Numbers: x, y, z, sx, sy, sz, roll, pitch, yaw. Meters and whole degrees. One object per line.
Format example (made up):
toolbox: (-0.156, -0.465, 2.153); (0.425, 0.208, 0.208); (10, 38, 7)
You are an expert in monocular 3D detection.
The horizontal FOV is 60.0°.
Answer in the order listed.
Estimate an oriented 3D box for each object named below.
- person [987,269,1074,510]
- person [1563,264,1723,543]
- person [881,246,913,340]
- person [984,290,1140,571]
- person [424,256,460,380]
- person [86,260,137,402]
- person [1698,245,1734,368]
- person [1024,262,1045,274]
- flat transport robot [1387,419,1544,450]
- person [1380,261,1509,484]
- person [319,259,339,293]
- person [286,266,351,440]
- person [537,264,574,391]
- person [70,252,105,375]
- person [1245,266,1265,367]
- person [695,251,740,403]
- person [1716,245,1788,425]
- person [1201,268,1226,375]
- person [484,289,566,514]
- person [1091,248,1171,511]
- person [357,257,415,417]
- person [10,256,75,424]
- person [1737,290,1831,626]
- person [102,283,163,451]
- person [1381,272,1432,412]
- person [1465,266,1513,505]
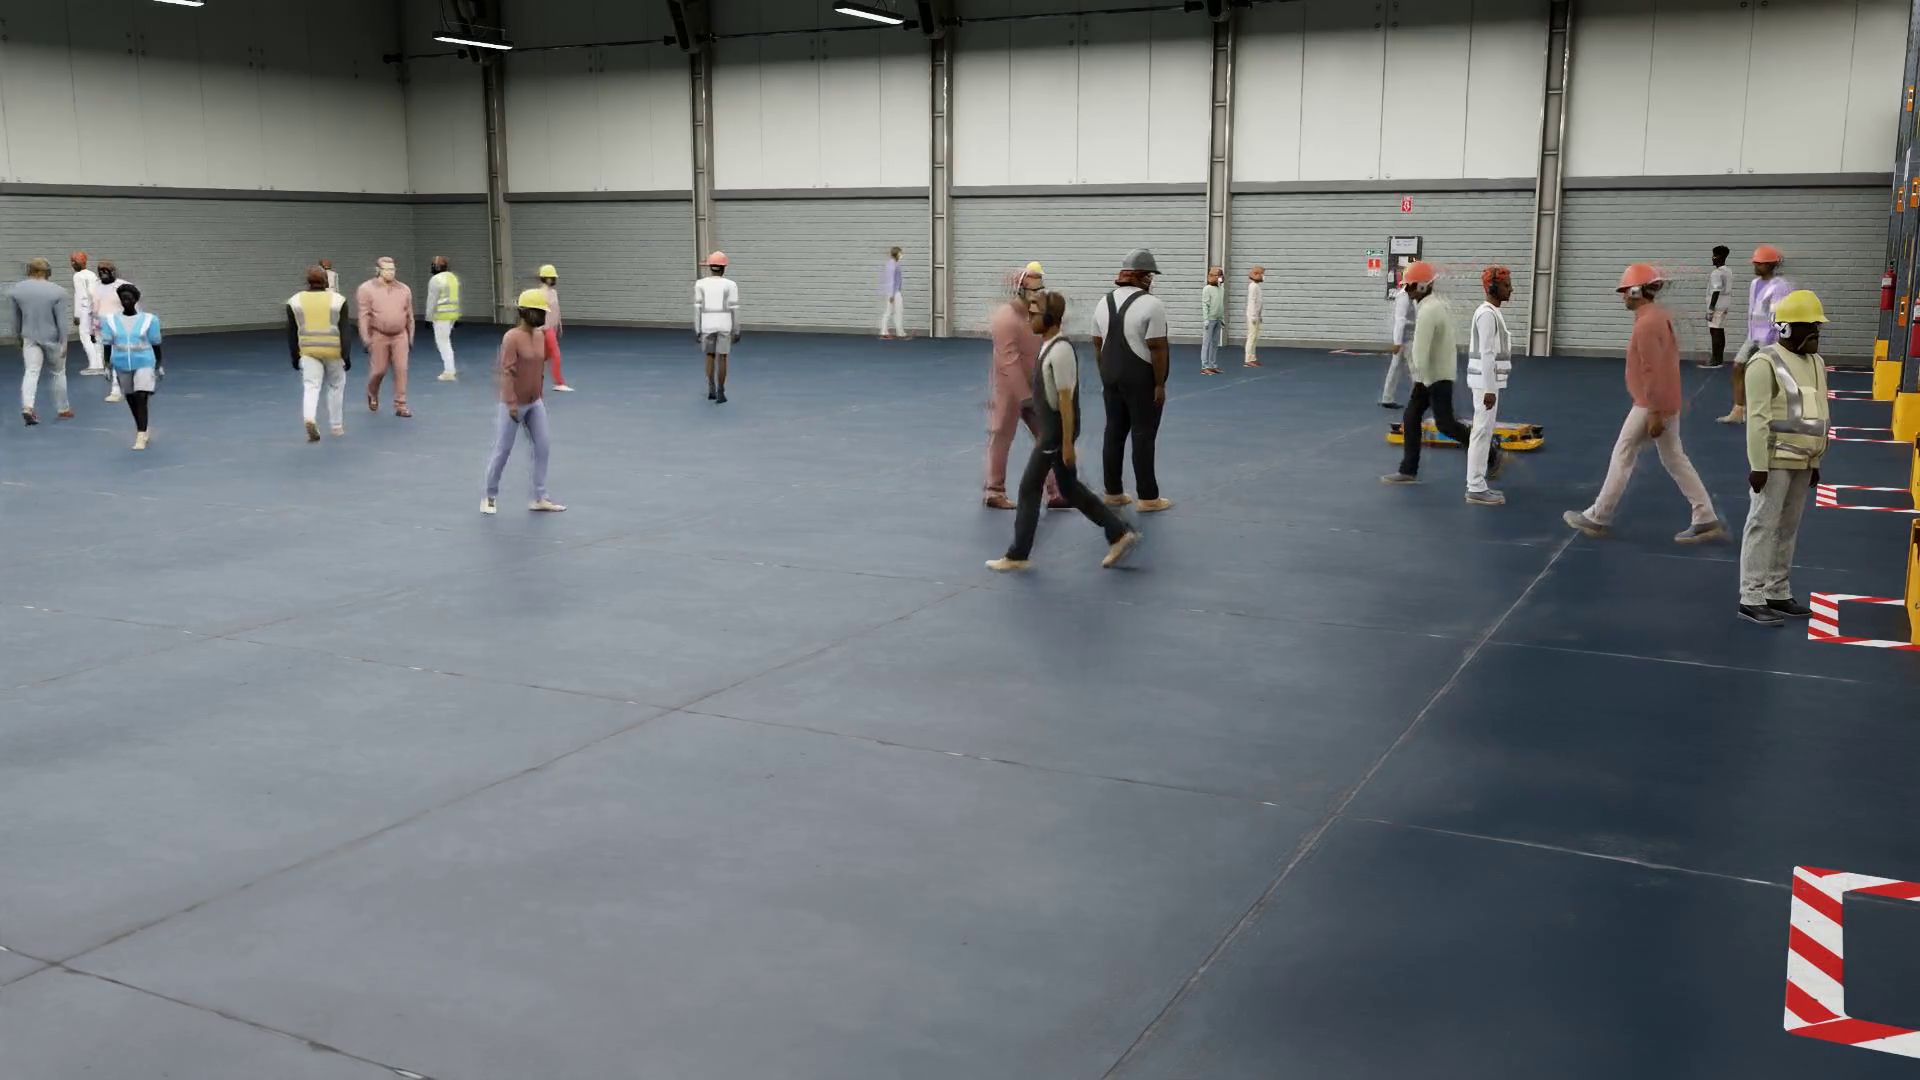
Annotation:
person: (0.547, -1.130, 12.768); (0.897, 1.865, 0.655); (8, 13, 37)
person: (4.836, -0.943, 11.581); (1.052, 1.932, 0.663); (7, 13, 35)
person: (-1.315, -5.045, 34.008); (0.552, 1.936, 0.647); (-1, 10, -4)
person: (0.674, -0.680, 10.526); (0.949, 1.808, 0.520); (1, 10, 3)
person: (-7.648, -3.260, 24.515); (0.511, 1.825, 0.635); (2, 11, 10)
person: (-10.957, -2.721, 21.579); (0.637, 1.824, 0.783); (0, 10, 3)
person: (12.175, -3.742, 26.741); (0.367, 1.966, 0.607); (9, 14, 41)
person: (1.000, -2.911, 22.754); (0.311, 1.768, 0.533); (1, 10, 8)
flat transport robot: (5.132, -1.085, 16.874); (1.431, 0.197, 0.652); (5, 12, 28)
person: (4.146, -1.397, 14.092); (0.952, 1.927, 0.589); (2, 11, 11)
person: (-13.099, -4.999, 34.489); (0.308, 1.639, 0.510); (7, 12, 33)
person: (-6.704, -1.954, 17.418); (0.632, 1.818, 0.837); (-2, 11, -10)
person: (-5.712, -2.912, 22.858); (0.797, 1.742, 0.531); (2, 11, 11)
person: (-13.285, -3.452, 25.406); (0.454, 1.874, 0.635); (0, 10, -1)
person: (4.820, -3.636, 27.088); (0.292, 1.631, 0.508); (4, 11, 20)
person: (-3.085, -2.715, 21.270); (0.566, 1.914, 0.569); (1, 10, 5)
person: (8.783, -2.245, 18.433); (0.753, 2.016, 0.639); (-1, 10, -6)
person: (3.911, -3.365, 25.593); (0.279, 1.634, 0.499); (10, 14, 43)
person: (-3.419, -1.062, 12.795); (0.632, 1.730, 0.541); (4, 11, 23)
person: (1.380, -1.259, 12.997); (0.536, 2.000, 0.683); (-9, 14, -42)
person: (-6.776, -2.393, 19.633); (0.647, 1.888, 0.653); (-7, 13, -34)
person: (-10.467, -2.271, 18.933); (0.659, 1.904, 0.974); (-2, 11, -9)
person: (4.551, -0.451, 9.159); (0.595, 1.832, 0.404); (-7, 13, -34)
person: (-8.326, -1.755, 16.778); (0.535, 1.664, 0.884); (-2, 11, -11)
person: (5.532, -2.440, 20.128); (0.863, 1.790, 0.589); (3, 11, 18)
person: (4.218, -1.228, 13.258); (0.346, 1.882, 0.584); (3, 11, 16)
